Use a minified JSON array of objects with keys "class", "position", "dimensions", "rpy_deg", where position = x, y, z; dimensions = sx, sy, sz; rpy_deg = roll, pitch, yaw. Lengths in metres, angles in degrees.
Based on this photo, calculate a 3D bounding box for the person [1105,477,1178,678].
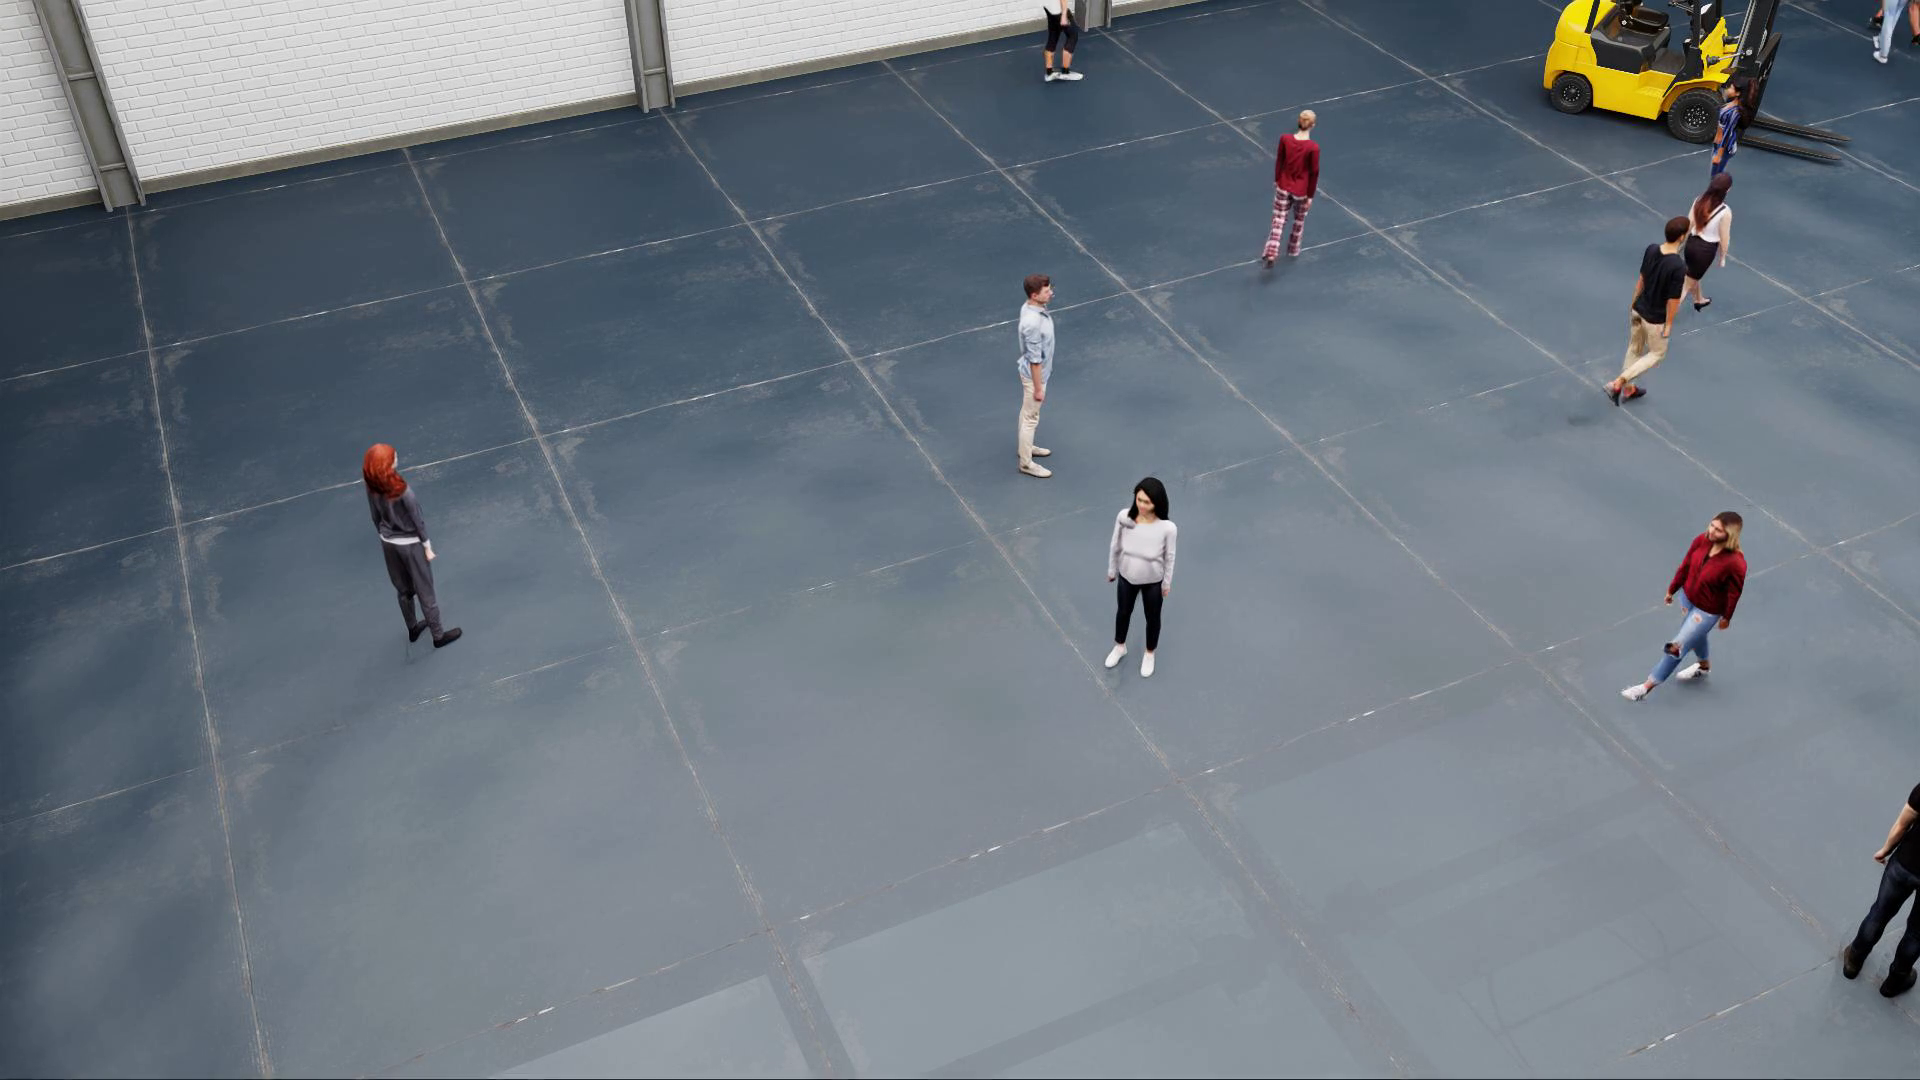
[{"class":"person","position":[1.304,0.252,11.868],"dimensions":[0.700,1.700,0.754],"rpy_deg":[14,41,17]}]

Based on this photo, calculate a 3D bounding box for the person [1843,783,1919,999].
[{"class":"person","position":[5.594,1.914,9.632],"dimensions":[0.754,1.895,0.698],"rpy_deg":[30,47,32]}]

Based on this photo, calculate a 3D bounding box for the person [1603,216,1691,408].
[{"class":"person","position":[5.975,-1.950,14.506],"dimensions":[0.822,1.850,0.645],"rpy_deg":[-16,41,-19]}]

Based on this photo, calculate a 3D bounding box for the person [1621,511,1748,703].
[{"class":"person","position":[5.274,0.455,11.714],"dimensions":[1.092,1.577,0.682],"rpy_deg":[-13,40,-15]}]

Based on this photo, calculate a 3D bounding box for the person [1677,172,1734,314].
[{"class":"person","position":[6.847,-2.628,15.550],"dimensions":[1.110,1.606,0.689],"rpy_deg":[-23,44,-26]}]

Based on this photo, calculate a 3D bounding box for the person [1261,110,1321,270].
[{"class":"person","position":[3.286,-3.468,16.548],"dimensions":[0.966,1.674,1.074],"rpy_deg":[18,42,22]}]

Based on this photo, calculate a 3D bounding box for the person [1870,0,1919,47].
[{"class":"person","position":[12.214,-7.327,21.269],"dimensions":[1.136,1.812,0.768],"rpy_deg":[-15,41,-18]}]

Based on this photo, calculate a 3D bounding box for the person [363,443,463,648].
[{"class":"person","position":[-4.025,0.041,12.070],"dimensions":[0.649,1.779,0.694],"rpy_deg":[16,41,19]}]

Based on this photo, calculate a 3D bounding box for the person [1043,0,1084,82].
[{"class":"person","position":[1.117,-6.434,20.128],"dimensions":[0.681,1.841,0.700],"rpy_deg":[-15,41,-18]}]

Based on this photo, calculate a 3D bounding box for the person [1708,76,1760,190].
[{"class":"person","position":[7.964,-4.074,17.352],"dimensions":[0.753,1.617,0.687],"rpy_deg":[14,41,17]}]

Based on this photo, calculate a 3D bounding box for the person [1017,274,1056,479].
[{"class":"person","position":[0.614,-1.394,13.811],"dimensions":[0.723,1.848,0.732],"rpy_deg":[2,39,3]}]

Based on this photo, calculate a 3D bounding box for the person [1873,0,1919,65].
[{"class":"person","position":[11.712,-6.834,20.646],"dimensions":[1.022,1.819,1.000],"rpy_deg":[4,39,6]}]
